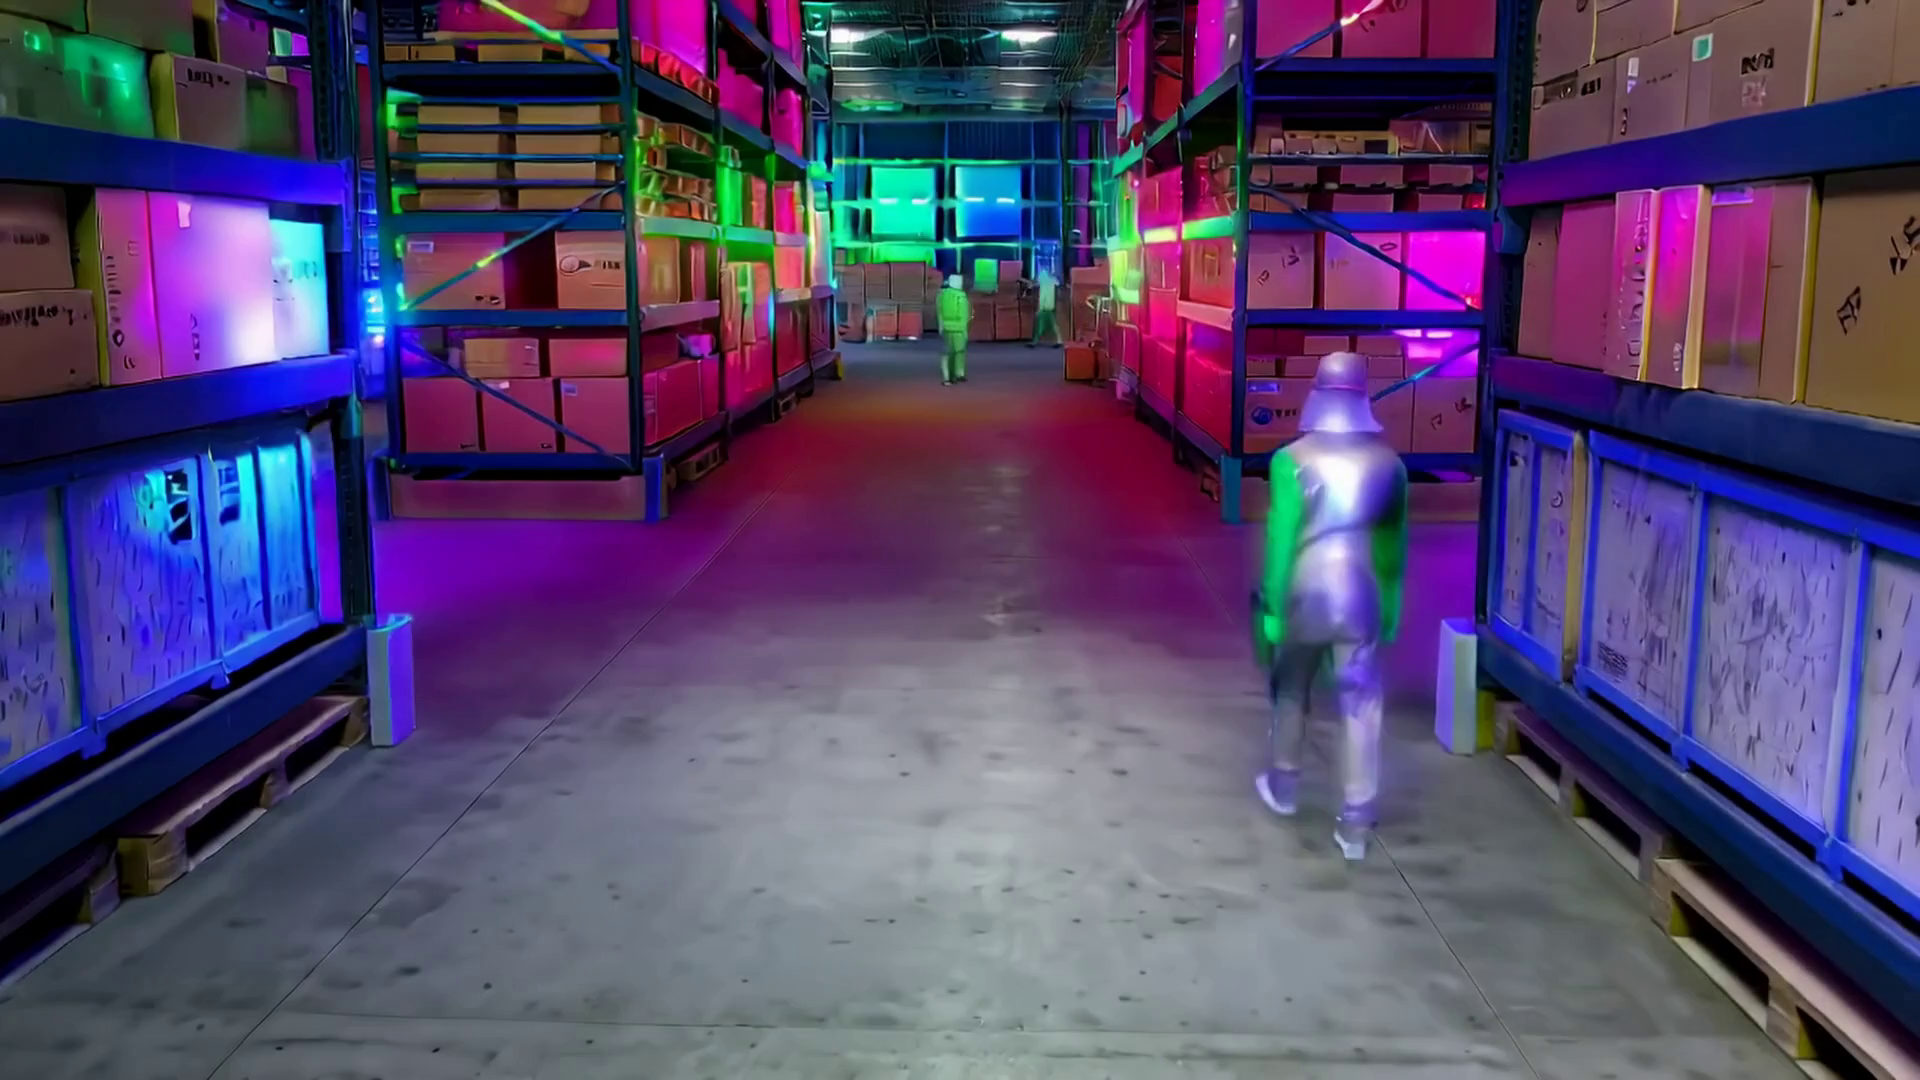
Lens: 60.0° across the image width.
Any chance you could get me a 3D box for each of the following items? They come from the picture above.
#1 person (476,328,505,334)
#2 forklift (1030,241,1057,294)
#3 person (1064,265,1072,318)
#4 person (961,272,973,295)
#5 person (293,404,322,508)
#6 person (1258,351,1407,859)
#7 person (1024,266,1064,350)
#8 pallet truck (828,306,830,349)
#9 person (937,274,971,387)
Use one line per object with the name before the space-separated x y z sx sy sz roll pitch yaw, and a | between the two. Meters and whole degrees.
person | -7.893 -3.604 27.968 0.547 1.938 0.379 1 10 4
forklift | 3.230 -10.143 64.321 1.129 2.768 1.873 0 9 1
person | 3.989 -8.965 60.158 0.581 1.919 0.392 -7 12 -38
person | 0.278 -8.857 60.180 0.530 1.689 0.321 -1 10 -6
person | -3.657 -0.268 8.939 0.575 1.607 0.495 2 10 14
person | 1.298 0.200 5.858 0.506 1.709 0.816 0 9 -2
person | 1.977 -5.347 38.438 1.050 1.935 0.627 -2 10 -14
pallet truck | -3.100 -3.940 29.800 1.885 1.965 0.823 3 10 19
person | -0.083 -3.399 27.032 0.625 1.843 0.430 9 13 42
